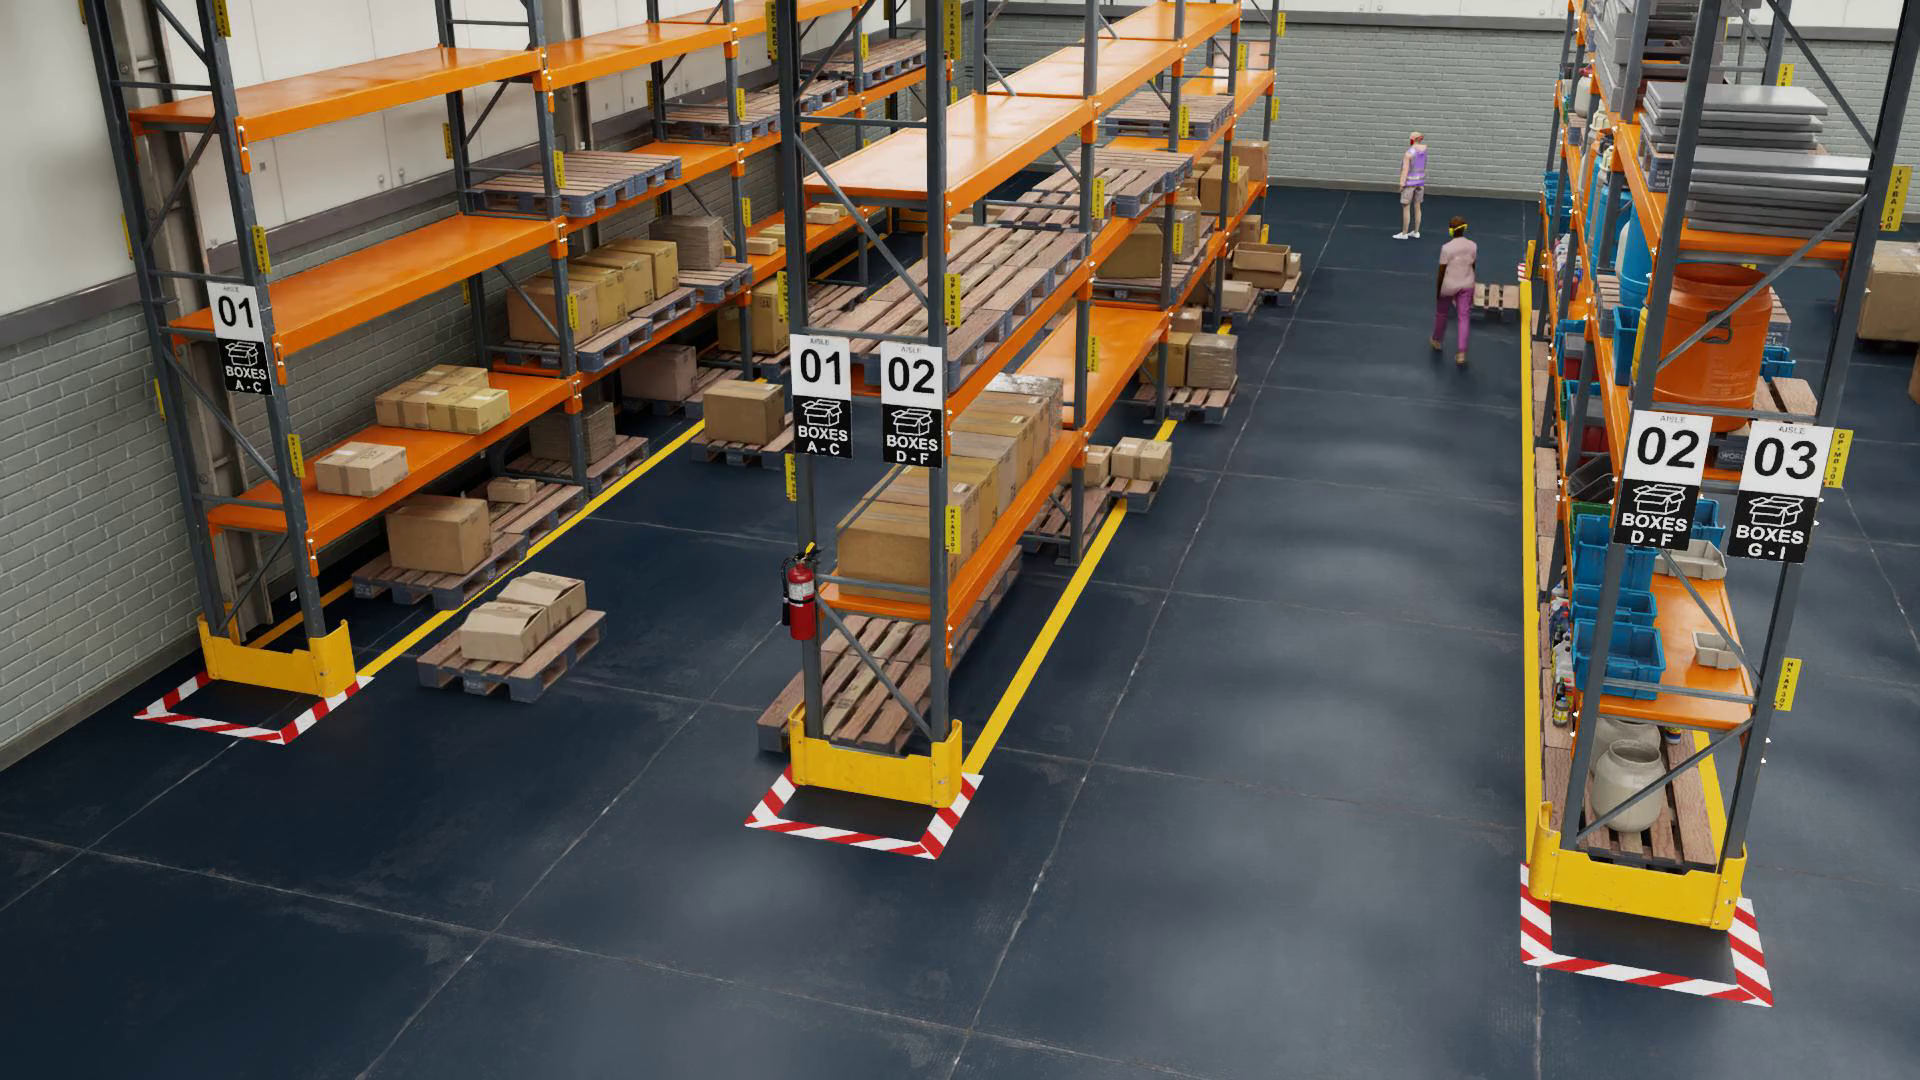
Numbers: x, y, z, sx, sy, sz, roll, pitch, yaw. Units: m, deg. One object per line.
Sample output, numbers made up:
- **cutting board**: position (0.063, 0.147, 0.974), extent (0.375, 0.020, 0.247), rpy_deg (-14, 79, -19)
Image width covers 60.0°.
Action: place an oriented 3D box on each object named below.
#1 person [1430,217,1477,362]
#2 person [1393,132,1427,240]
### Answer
- **person**: position (6.119, -3.111, 20.519), extent (0.504, 1.742, 0.985), rpy_deg (0, 23, 0)
- **person**: position (7.182, -5.623, 26.422), extent (0.489, 1.688, 0.352), rpy_deg (-14, 27, -29)
